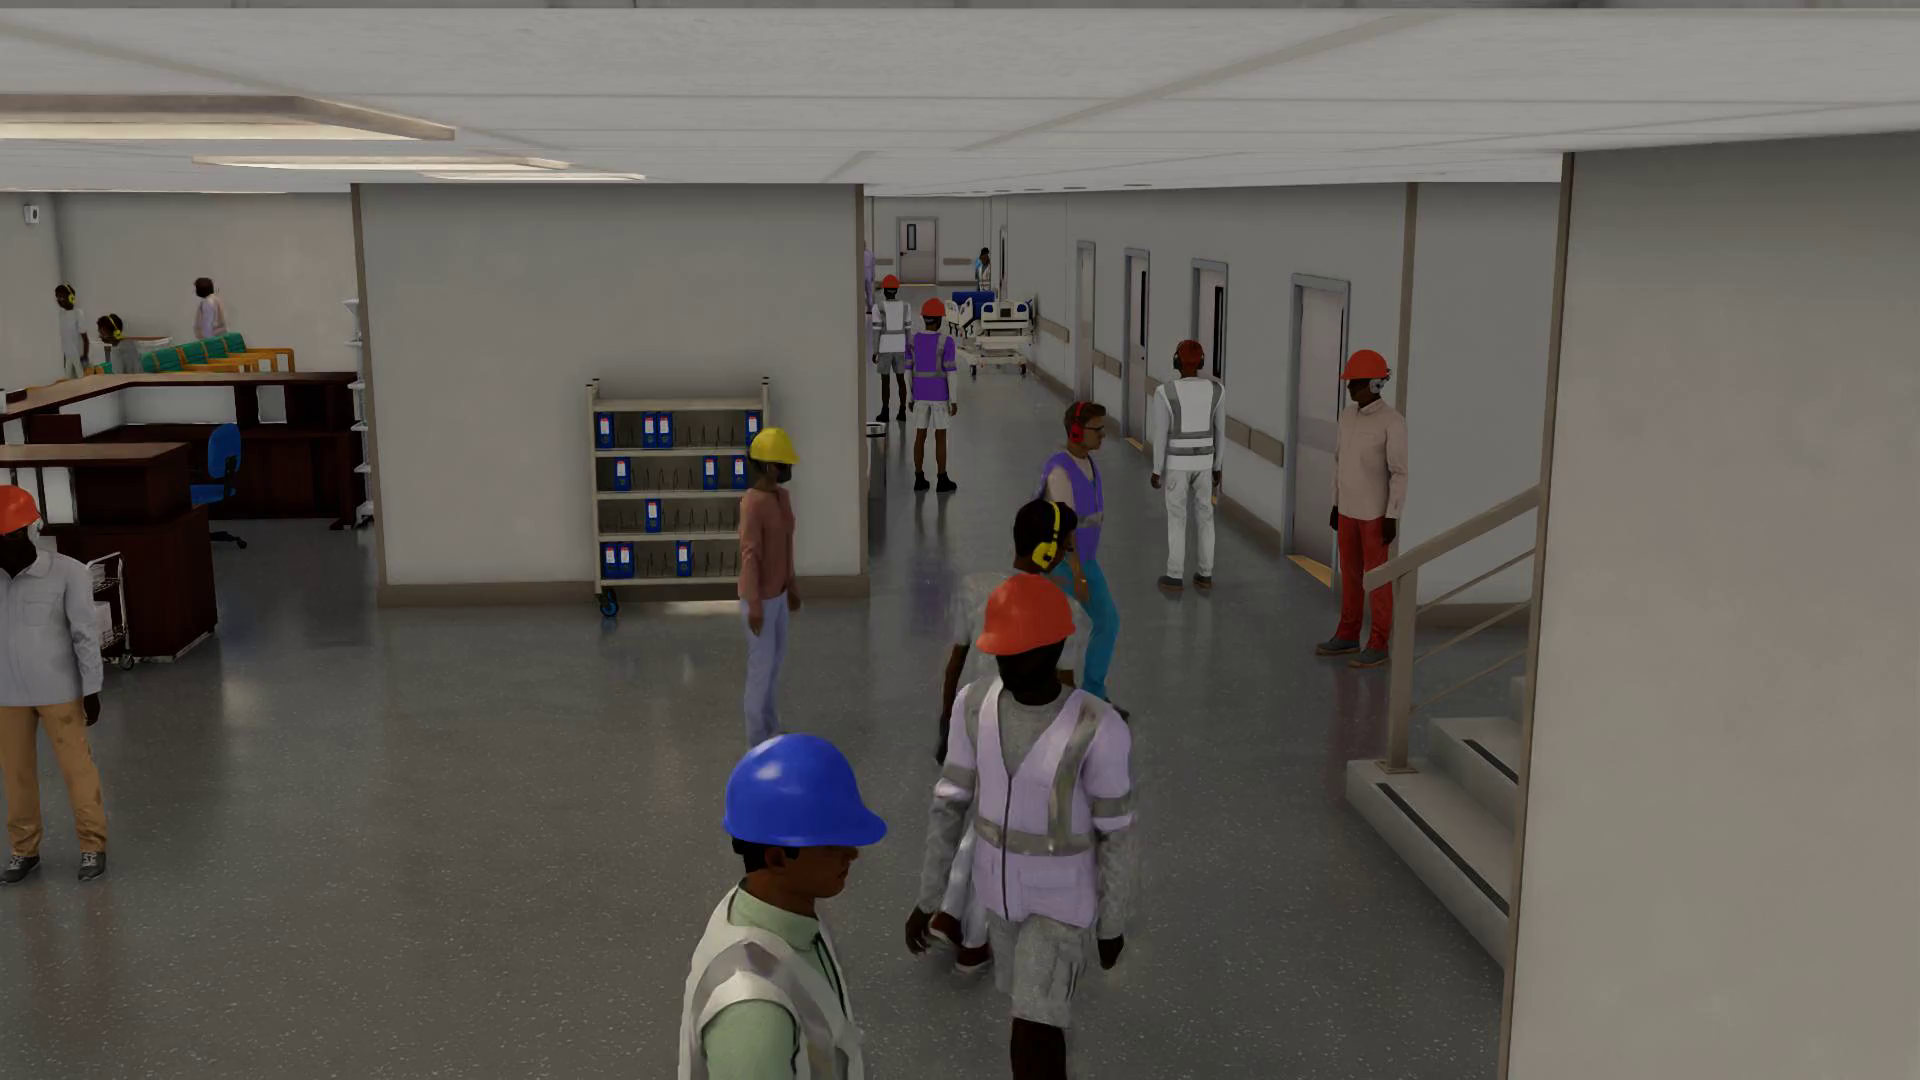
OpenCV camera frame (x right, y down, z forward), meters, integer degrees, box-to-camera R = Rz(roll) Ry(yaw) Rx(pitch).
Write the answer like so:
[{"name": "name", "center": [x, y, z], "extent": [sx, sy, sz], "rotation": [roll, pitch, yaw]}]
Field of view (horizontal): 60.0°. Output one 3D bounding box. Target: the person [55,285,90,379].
[{"name": "person", "center": [-11.210, -2.296, 21.041], "extent": [0.557, 1.852, 0.433], "rotation": [7, 13, 30]}]

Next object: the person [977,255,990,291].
[{"name": "person", "center": [0.614, -5.917, 39.287], "extent": [0.508, 1.629, 0.317], "rotation": [10, 15, 41]}]

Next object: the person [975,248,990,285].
[{"name": "person", "center": [0.668, -6.877, 43.926], "extent": [0.803, 1.651, 0.546], "rotation": [8, 14, 33]}]

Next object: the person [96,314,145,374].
[{"name": "person", "center": [-8.221, -1.317, 16.369], "extent": [0.809, 1.804, 0.602], "rotation": [-3, 12, -14]}]

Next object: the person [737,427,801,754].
[{"name": "person", "center": [-0.974, 0.288, 8.659], "extent": [0.343, 1.761, 0.557], "rotation": [3, 12, 12]}]

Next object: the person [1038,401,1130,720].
[{"name": "person", "center": [0.698, 0.151, 9.161], "extent": [0.633, 1.826, 0.573], "rotation": [6, 13, 26]}]

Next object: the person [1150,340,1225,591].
[{"name": "person", "center": [1.702, -0.553, 12.453], "extent": [0.575, 1.881, 0.356], "rotation": [-3, 12, -16]}]

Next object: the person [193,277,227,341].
[{"name": "person", "center": [-10.625, -2.843, 23.780], "extent": [0.602, 1.829, 0.657], "rotation": [-3, 12, -15]}]

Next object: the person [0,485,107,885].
[{"name": "person", "center": [-3.942, 0.621, 7.066], "extent": [0.563, 1.742, 0.361], "rotation": [-1, 12, -6]}]

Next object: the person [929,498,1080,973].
[{"name": "person", "center": [0.183, 0.745, 6.216], "extent": [0.572, 1.832, 0.404], "rotation": [7, 13, 30]}]

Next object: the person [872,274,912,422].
[{"name": "person", "center": [-0.914, -2.528, 21.970], "extent": [0.546, 1.938, 0.360], "rotation": [-5, 13, -24]}]

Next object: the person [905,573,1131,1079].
[{"name": "person", "center": [0.141, 1.033, 4.664], "extent": [0.566, 1.899, 0.922], "rotation": [9, 15, 37]}]

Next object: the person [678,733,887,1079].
[{"name": "person", "center": [-0.337, 1.307, 3.203], "extent": [0.405, 1.946, 0.609], "rotation": [-1, 12, -3]}]

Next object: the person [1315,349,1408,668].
[{"name": "person", "center": [2.526, -0.198, 10.438], "extent": [0.394, 1.992, 0.622], "rotation": [-5, 13, -25]}]

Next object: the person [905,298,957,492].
[{"name": "person", "center": [-0.274, -1.450, 16.699], "extent": [0.551, 1.936, 0.357], "rotation": [5, 13, 23]}]
